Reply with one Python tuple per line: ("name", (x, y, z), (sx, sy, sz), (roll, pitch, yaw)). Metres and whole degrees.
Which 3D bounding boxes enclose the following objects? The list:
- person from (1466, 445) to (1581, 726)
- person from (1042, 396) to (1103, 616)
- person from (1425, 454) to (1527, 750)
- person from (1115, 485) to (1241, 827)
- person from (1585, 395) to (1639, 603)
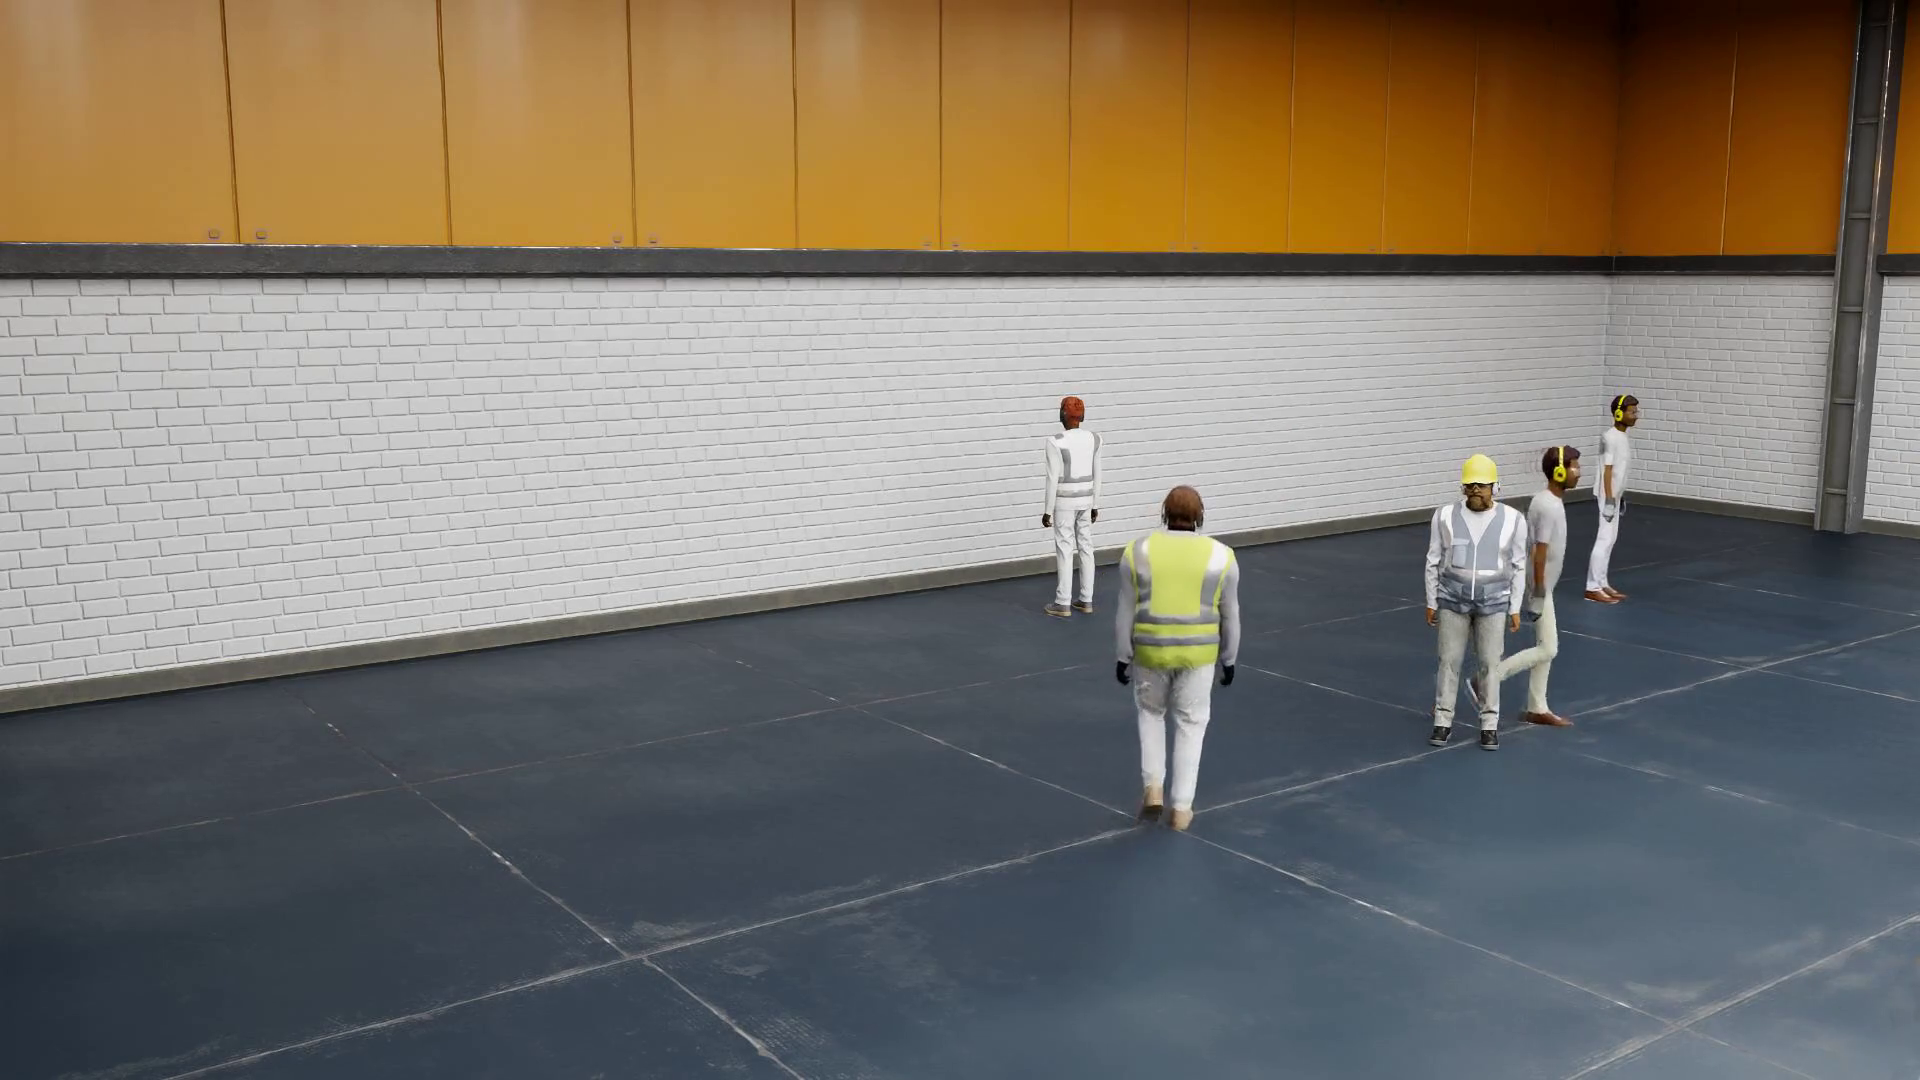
("person", (3.664, 0.305, 10.711), (0.584, 1.855, 0.529), (3, 10, 16))
("person", (0.956, -0.290, 14.259), (0.575, 1.883, 0.355), (-6, 11, -33))
("person", (3.170, 0.381, 10.273), (0.597, 1.832, 0.404), (3, 10, 19))
("person", (1.163, 0.611, 8.879), (0.659, 1.826, 0.504), (2, 9, 9))
("person", (5.831, -0.369, 14.839), (0.345, 1.862, 0.516), (6, 11, 33))
